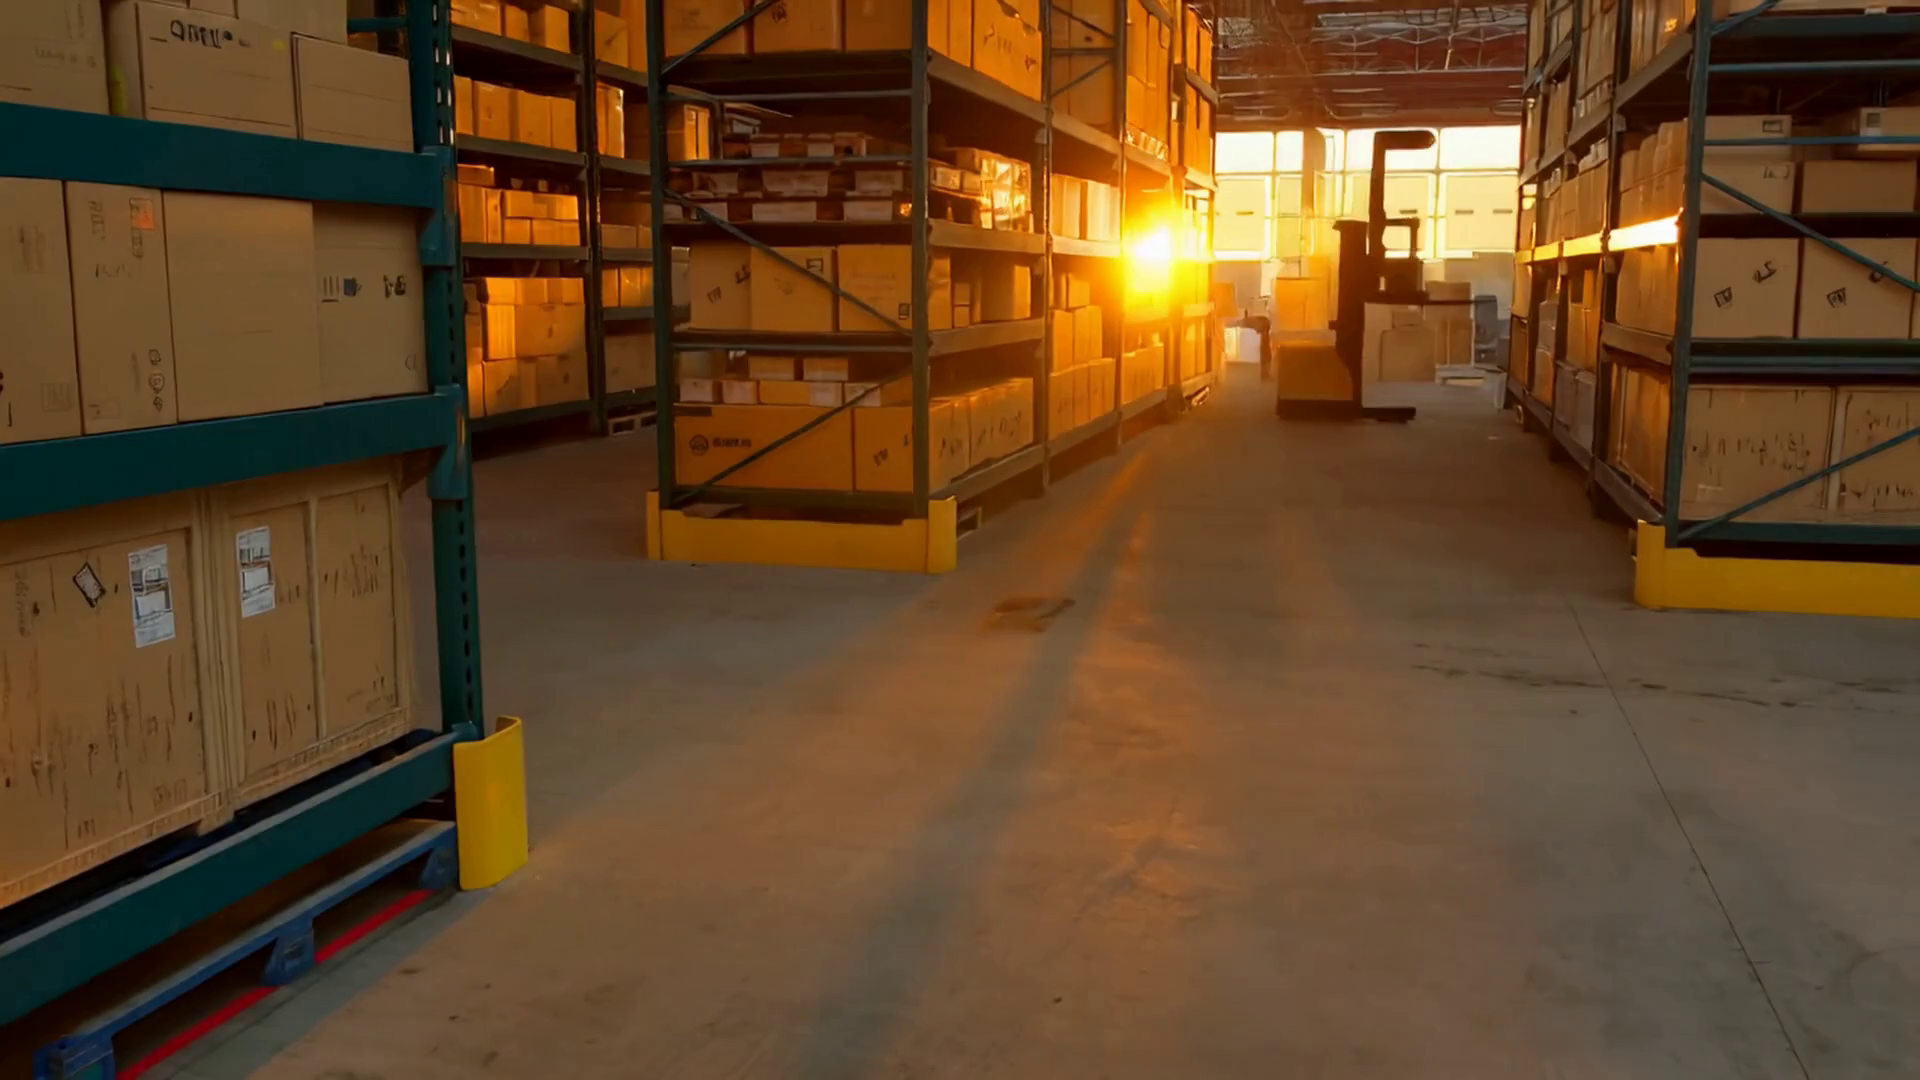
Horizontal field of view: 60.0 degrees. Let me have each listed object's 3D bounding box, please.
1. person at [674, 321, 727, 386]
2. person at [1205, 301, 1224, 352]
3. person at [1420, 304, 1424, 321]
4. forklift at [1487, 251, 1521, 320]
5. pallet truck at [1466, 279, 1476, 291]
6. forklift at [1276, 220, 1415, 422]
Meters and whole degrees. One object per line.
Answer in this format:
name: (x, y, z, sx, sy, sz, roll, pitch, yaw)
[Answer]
person: (-2.734, -1.682, 17.873, 0.666, 1.800, 0.905, 3, 9, 17)
person: (4.511, -3.484, 29.872, 0.559, 1.618, 0.551, 8, 12, 42)
person: (14.164, -6.805, 50.016, 0.638, 1.932, 0.363, 5, 10, 28)
forklift: (15.998, -7.114, 48.972, 1.129, 2.768, 1.873, -2, 9, -11)
pallet truck: (18.896, -8.459, 60.307, 1.885, 1.965, 0.823, 5, 10, 31)
forklift: (5.504, -3.111, 23.540, 1.873, 2.768, 1.129, 3, 9, 17)
